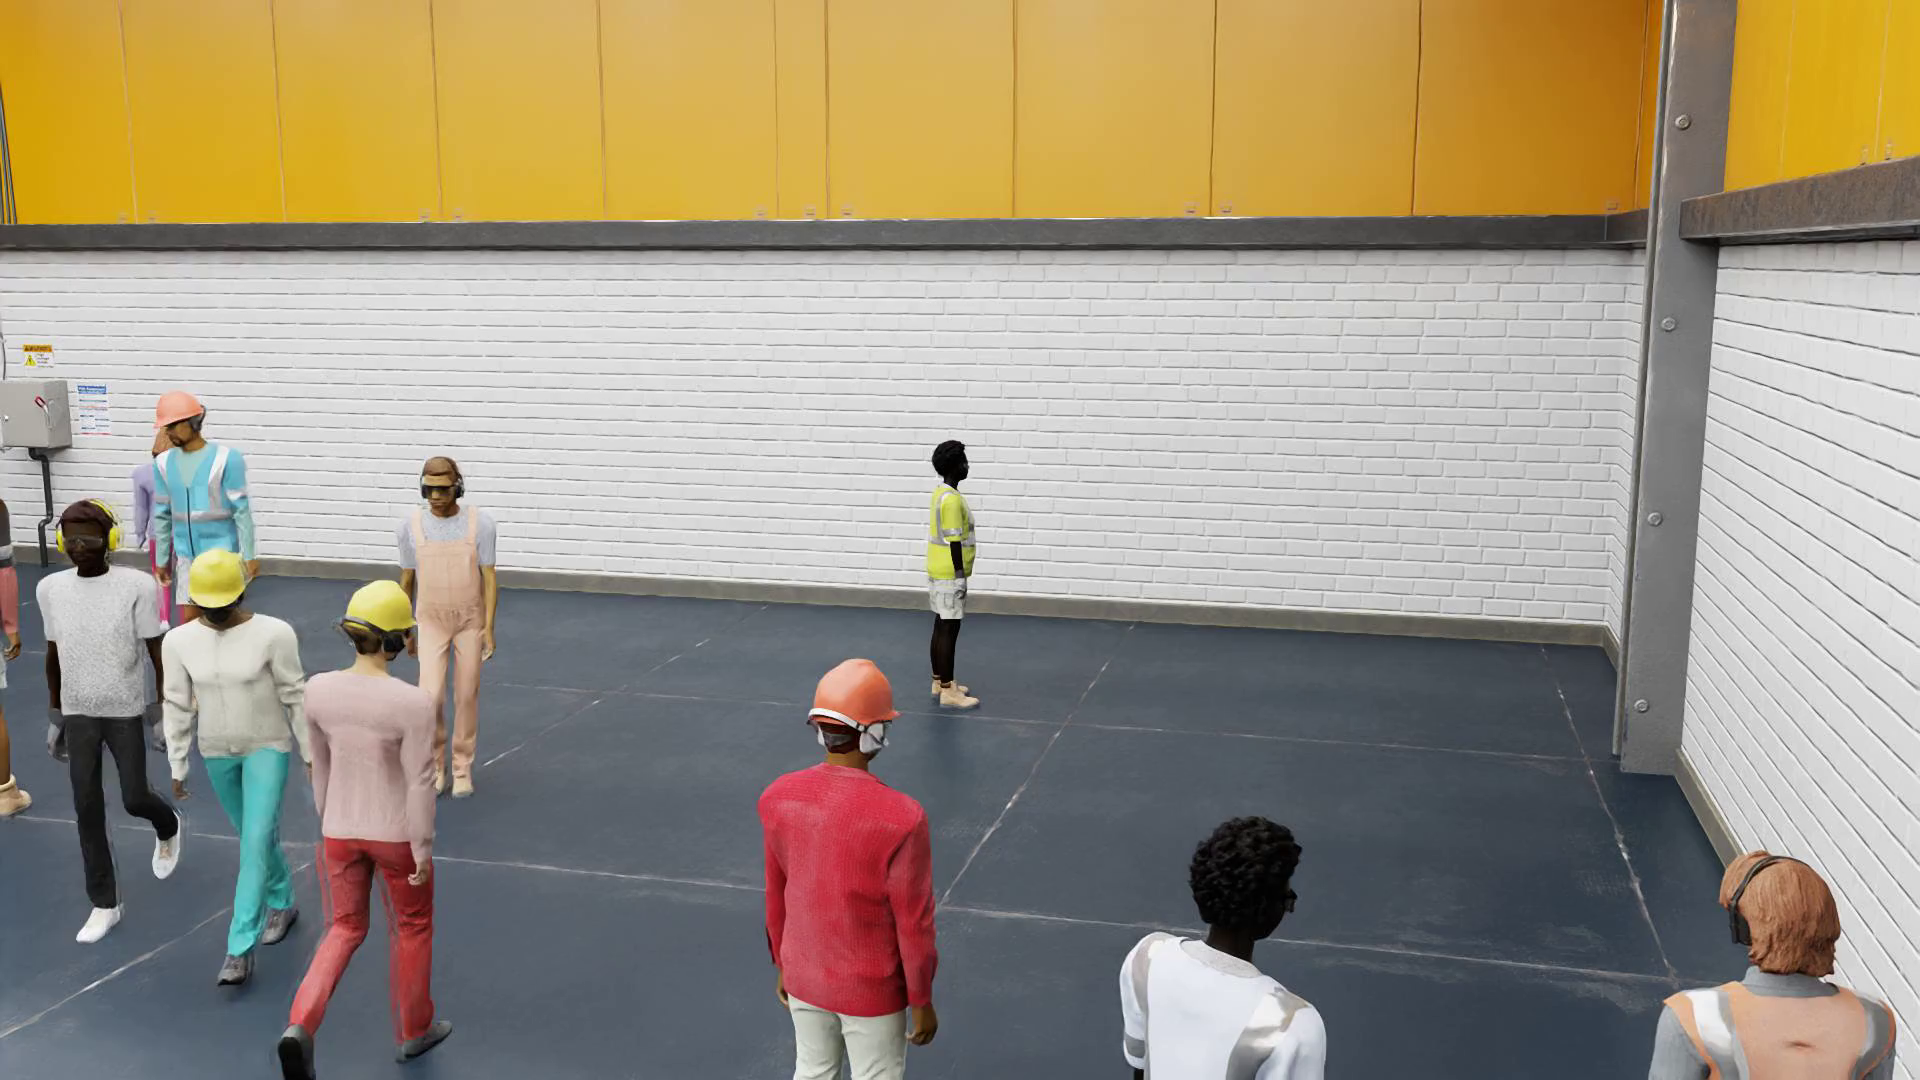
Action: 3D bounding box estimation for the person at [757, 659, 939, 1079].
[{"bbox_3d":[-0.290,1.192,4.630,0.569,1.742,0.354,7,12,35],"label":"person"}]

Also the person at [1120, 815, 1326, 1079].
[{"bbox_3d":[0.551,1.407,3.535,0.320,1.687,0.539,-8,13,-40],"label":"person"}]

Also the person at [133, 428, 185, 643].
[{"bbox_3d":[-5.695,-0.016,12.081,0.532,1.621,0.341,-2,10,-13],"label":"person"}]

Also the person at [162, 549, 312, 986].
[{"bbox_3d":[-2.863,0.870,6.601,0.537,1.700,0.863,0,10,0],"label":"person"}]

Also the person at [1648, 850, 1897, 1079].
[{"bbox_3d":[1.652,1.448,3.453,0.526,1.632,0.311,-1,10,-5],"label":"person"}]

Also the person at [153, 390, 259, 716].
[{"bbox_3d":[-4.719,0.077,10.365,0.651,2.023,0.536,2,10,9],"label":"person"}]

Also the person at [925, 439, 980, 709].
[{"bbox_3d":[-0.053,0.210,10.542,0.318,1.700,0.534,-2,10,-11],"label":"person"}]

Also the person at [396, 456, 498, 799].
[{"bbox_3d":[-2.655,0.466,8.677,0.498,1.826,0.452,-3,10,-16],"label":"person"}]

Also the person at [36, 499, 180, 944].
[{"bbox_3d":[-3.628,0.719,7.118,0.523,1.849,0.729,-1,10,-5],"label":"person"}]

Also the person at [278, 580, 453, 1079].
[{"bbox_3d":[-2.040,1.013,5.677,0.525,1.741,0.669,2,10,13],"label":"person"}]

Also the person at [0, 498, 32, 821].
[{"bbox_3d":[-5.030,0.417,8.311,0.609,2.044,0.394,-3,10,-19],"label":"person"}]
